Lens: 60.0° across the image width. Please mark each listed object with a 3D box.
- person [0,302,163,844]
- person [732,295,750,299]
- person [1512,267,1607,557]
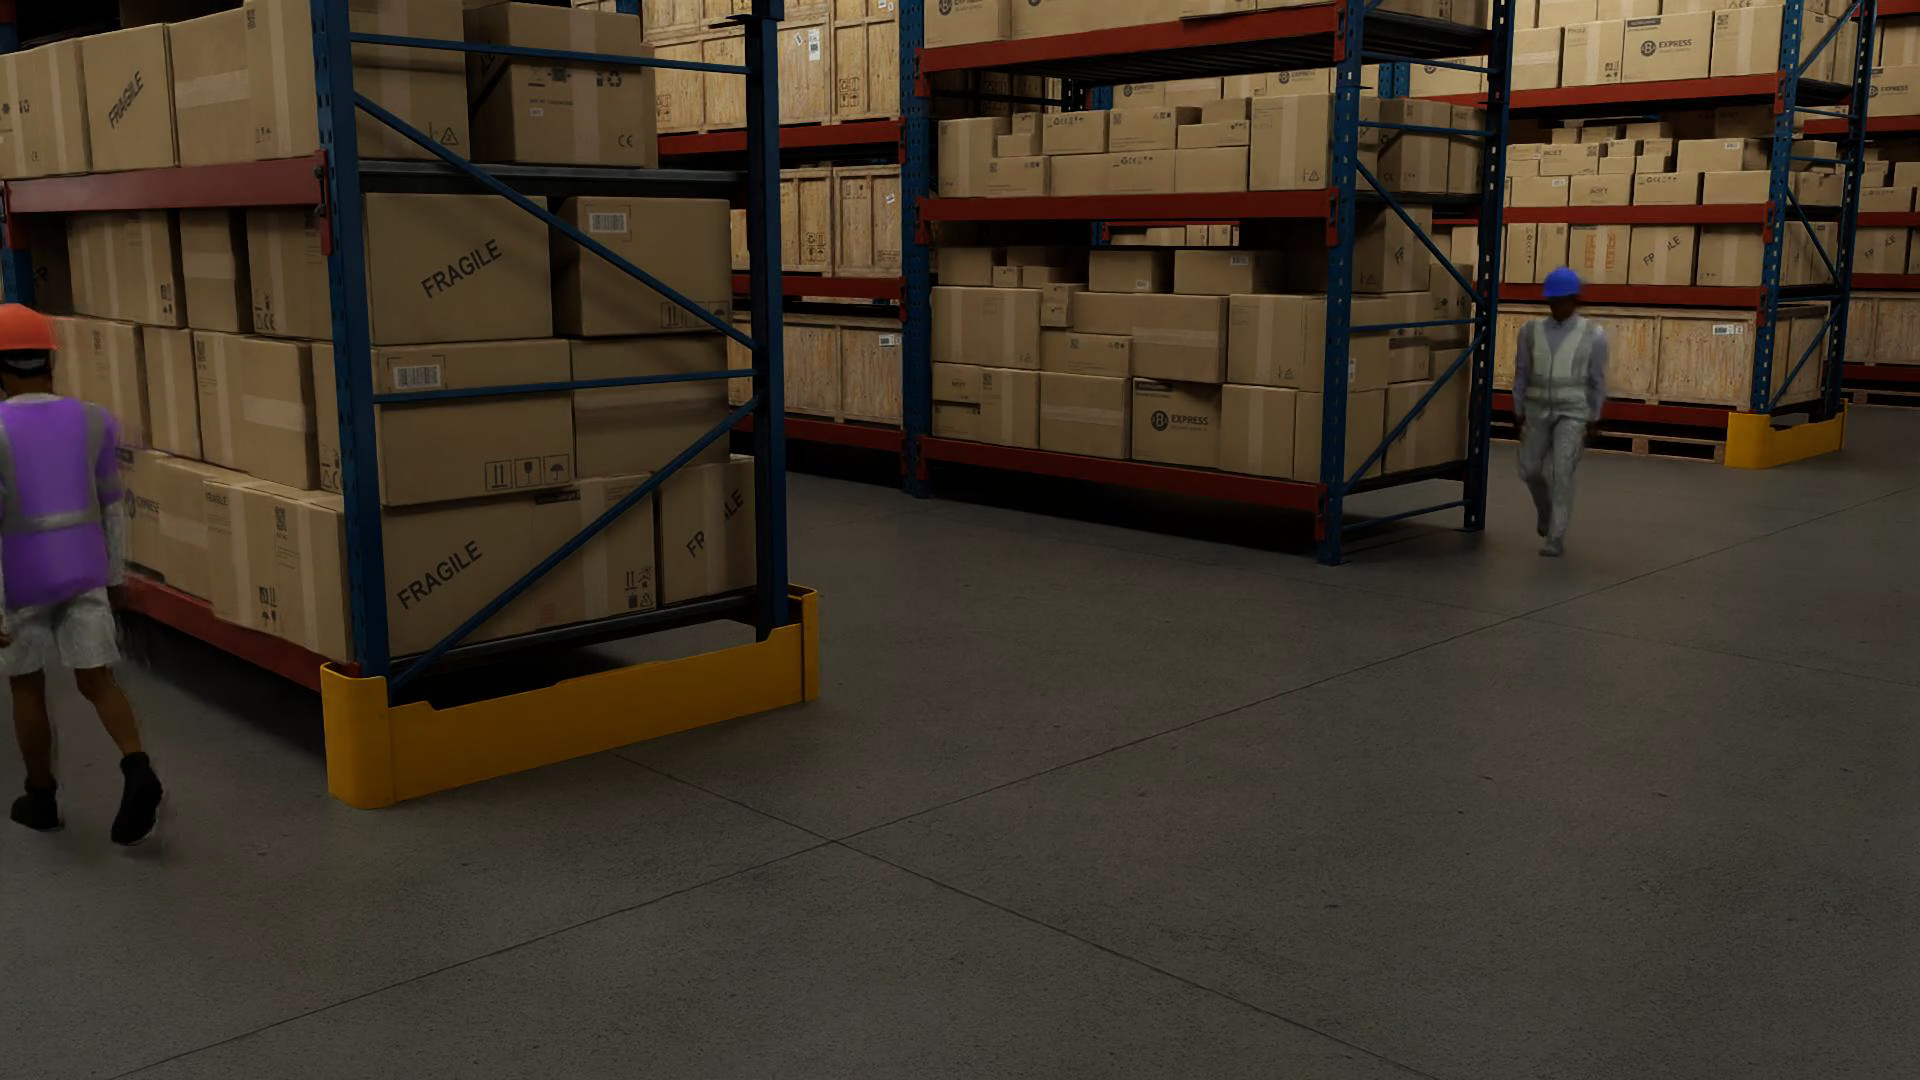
[{"bbox_3d":[-3.132,0.137,5.794,0.813,1.913,0.548,8,13,38],"label":"person"},{"bbox_3d":[-2.806,-2.657,21.878,0.520,1.583,0.900,-10,14,-42],"label":"person"},{"bbox_3d":[4.025,-0.866,11.189,0.605,1.930,0.581,8,13,36],"label":"person"}]
